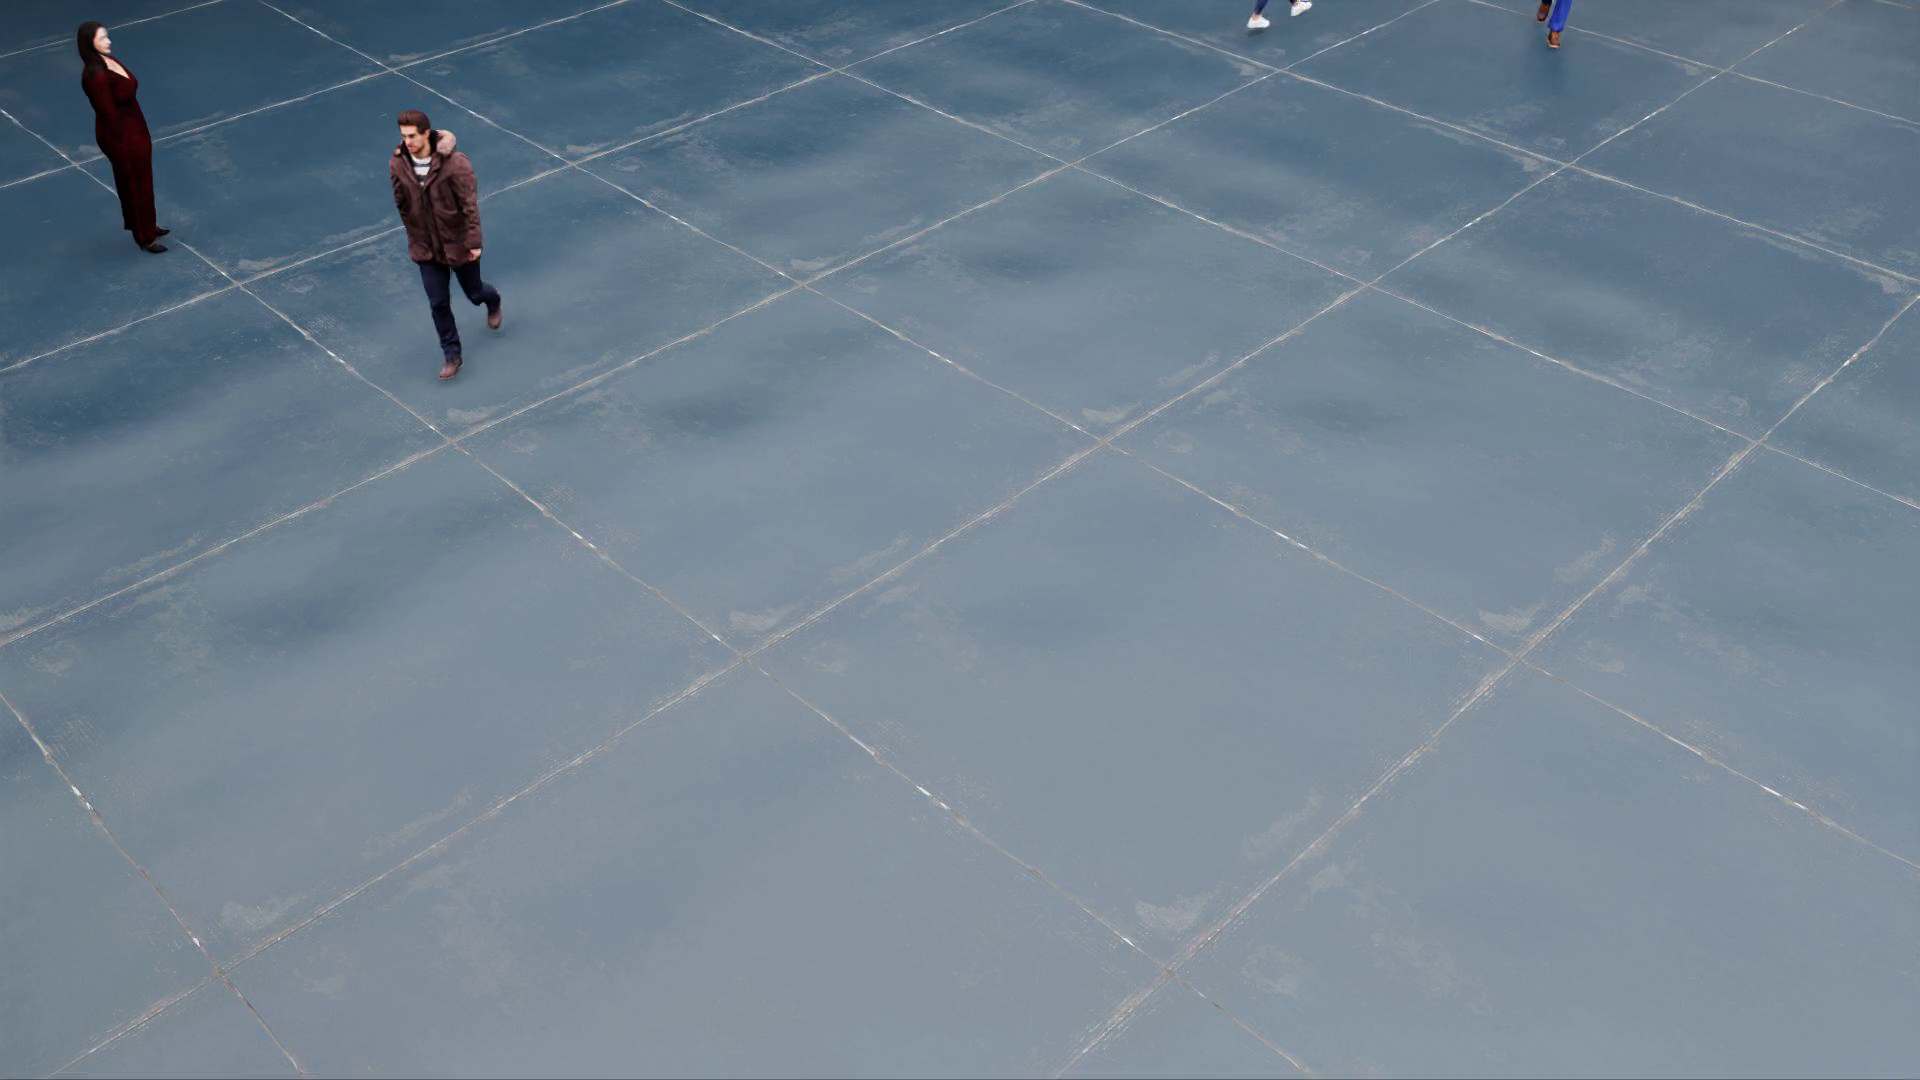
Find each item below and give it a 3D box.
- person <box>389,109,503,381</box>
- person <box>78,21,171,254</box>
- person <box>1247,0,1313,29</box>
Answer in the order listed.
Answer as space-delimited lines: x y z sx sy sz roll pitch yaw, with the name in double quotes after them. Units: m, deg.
-3.404 -2.025 11.130 1.140 1.815 1.228 3 37 4 "person"
-6.297 -3.029 12.498 0.779 1.756 0.766 -11 38 -14 "person"
3.125 -5.822 16.197 1.181 1.727 0.753 -24 43 -28 "person"
